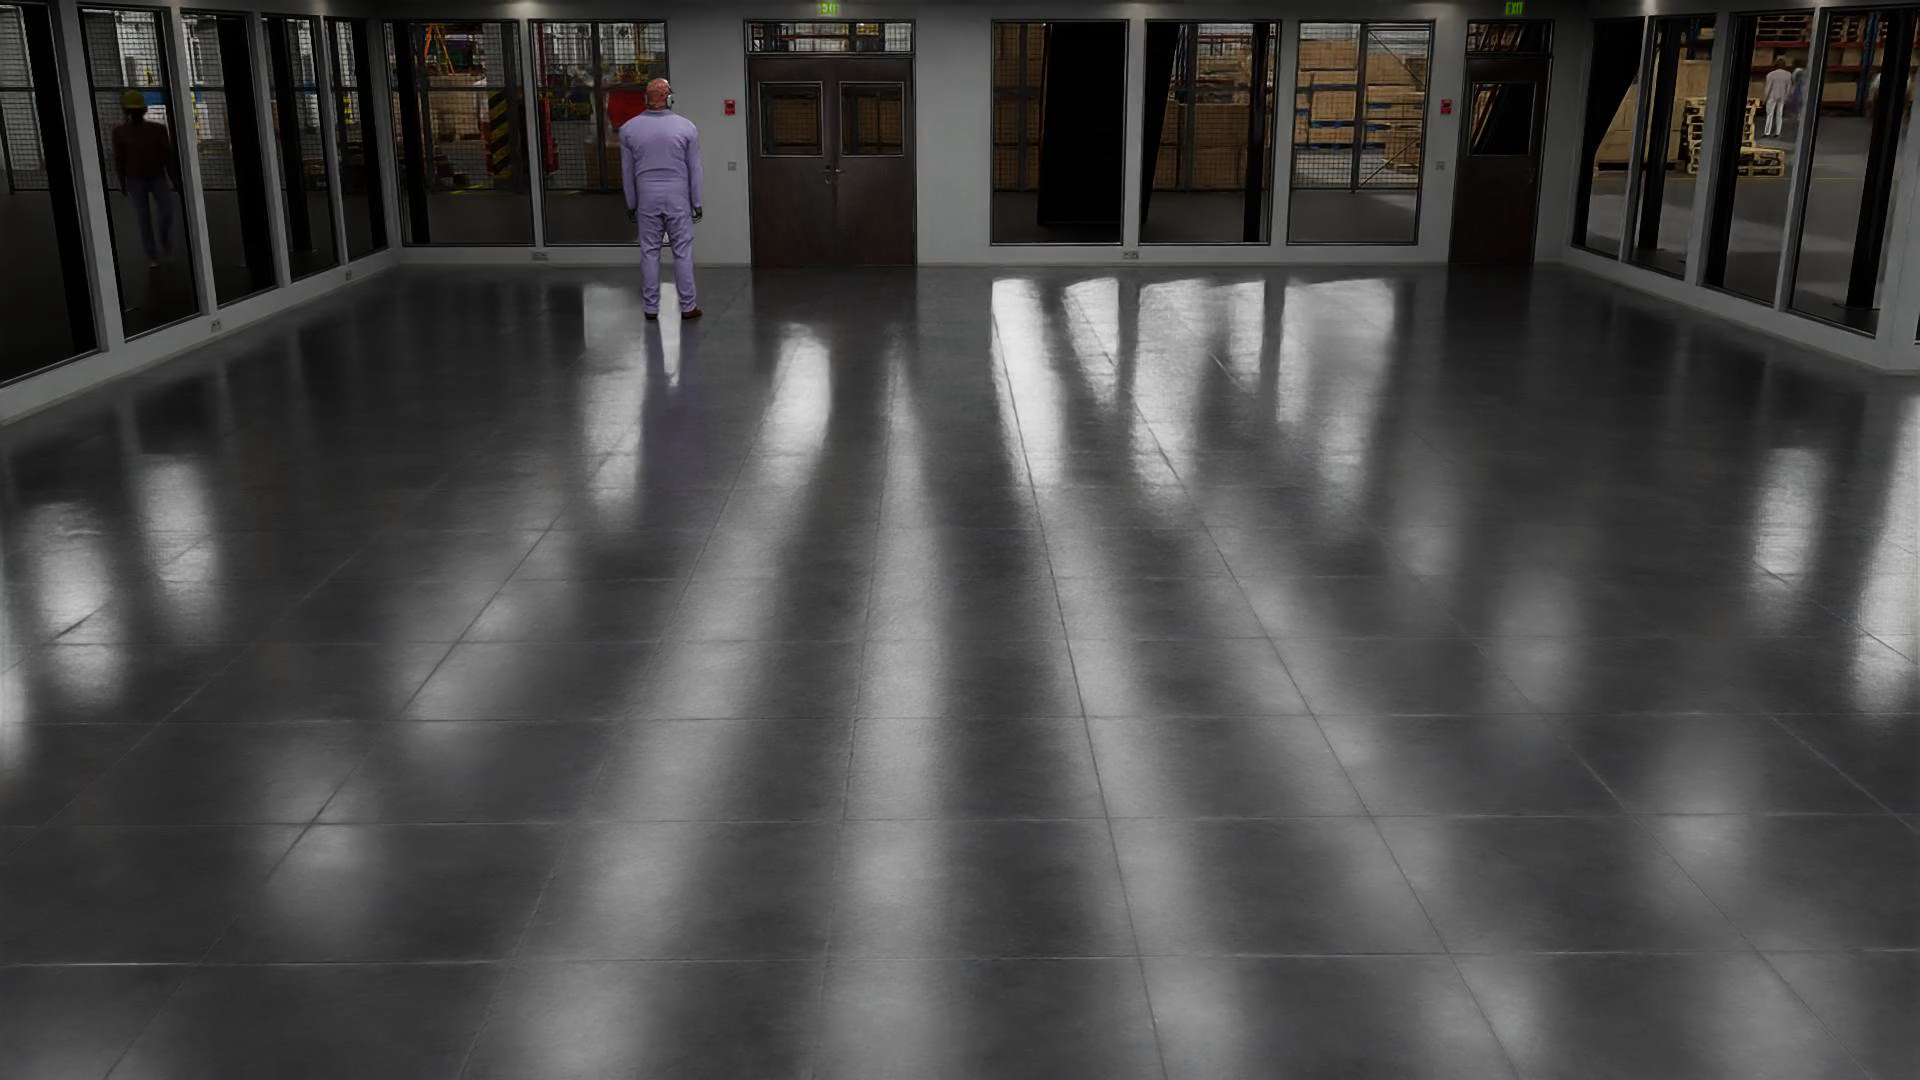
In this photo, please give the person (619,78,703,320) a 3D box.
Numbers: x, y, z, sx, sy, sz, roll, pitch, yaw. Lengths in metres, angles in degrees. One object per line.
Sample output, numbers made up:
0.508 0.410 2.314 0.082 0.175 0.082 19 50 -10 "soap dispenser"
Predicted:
-2.376 -2.727 13.383 0.647 1.908 0.409 0 16 -1 "person"
